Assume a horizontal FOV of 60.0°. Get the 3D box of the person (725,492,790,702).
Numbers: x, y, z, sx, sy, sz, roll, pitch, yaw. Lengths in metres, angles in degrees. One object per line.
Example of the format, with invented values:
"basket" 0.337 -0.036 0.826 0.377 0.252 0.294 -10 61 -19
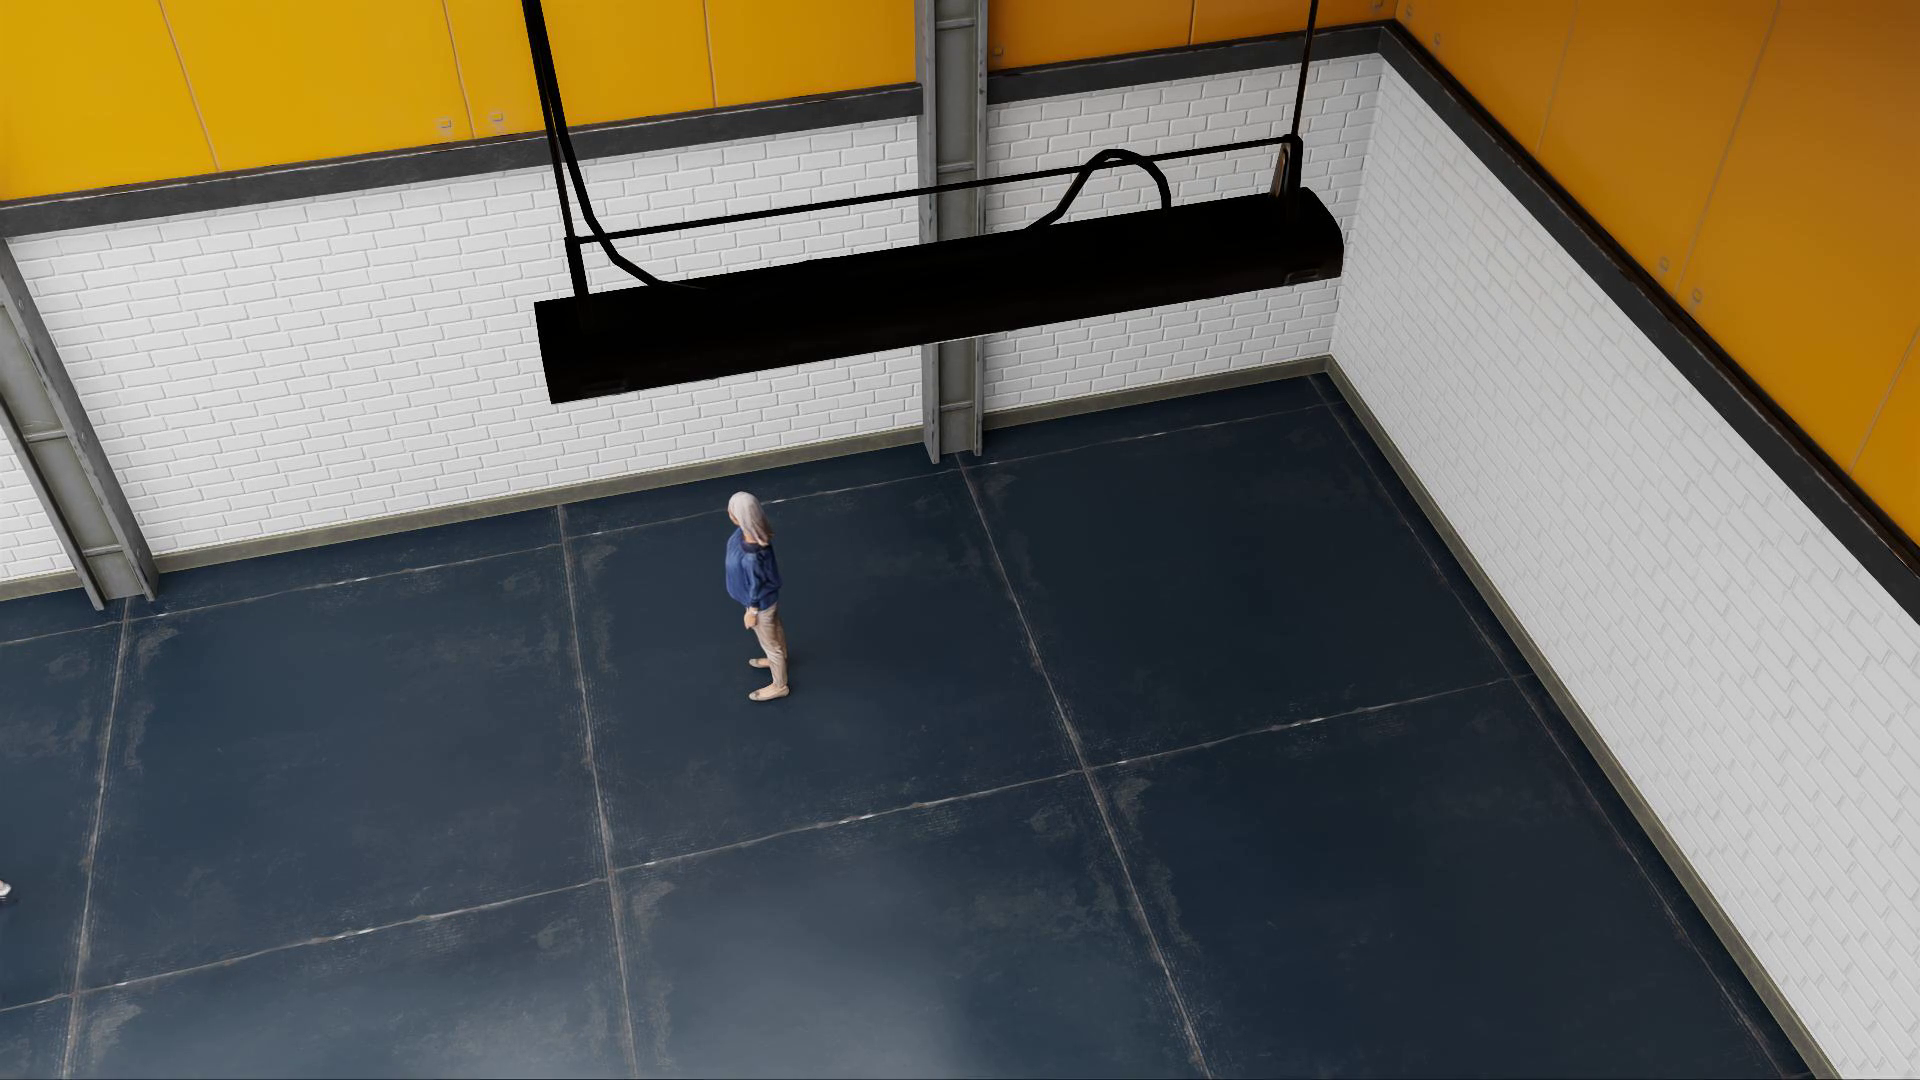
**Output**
"person" -1.254 0.338 10.475 0.630 1.700 0.660 -2 44 -2
